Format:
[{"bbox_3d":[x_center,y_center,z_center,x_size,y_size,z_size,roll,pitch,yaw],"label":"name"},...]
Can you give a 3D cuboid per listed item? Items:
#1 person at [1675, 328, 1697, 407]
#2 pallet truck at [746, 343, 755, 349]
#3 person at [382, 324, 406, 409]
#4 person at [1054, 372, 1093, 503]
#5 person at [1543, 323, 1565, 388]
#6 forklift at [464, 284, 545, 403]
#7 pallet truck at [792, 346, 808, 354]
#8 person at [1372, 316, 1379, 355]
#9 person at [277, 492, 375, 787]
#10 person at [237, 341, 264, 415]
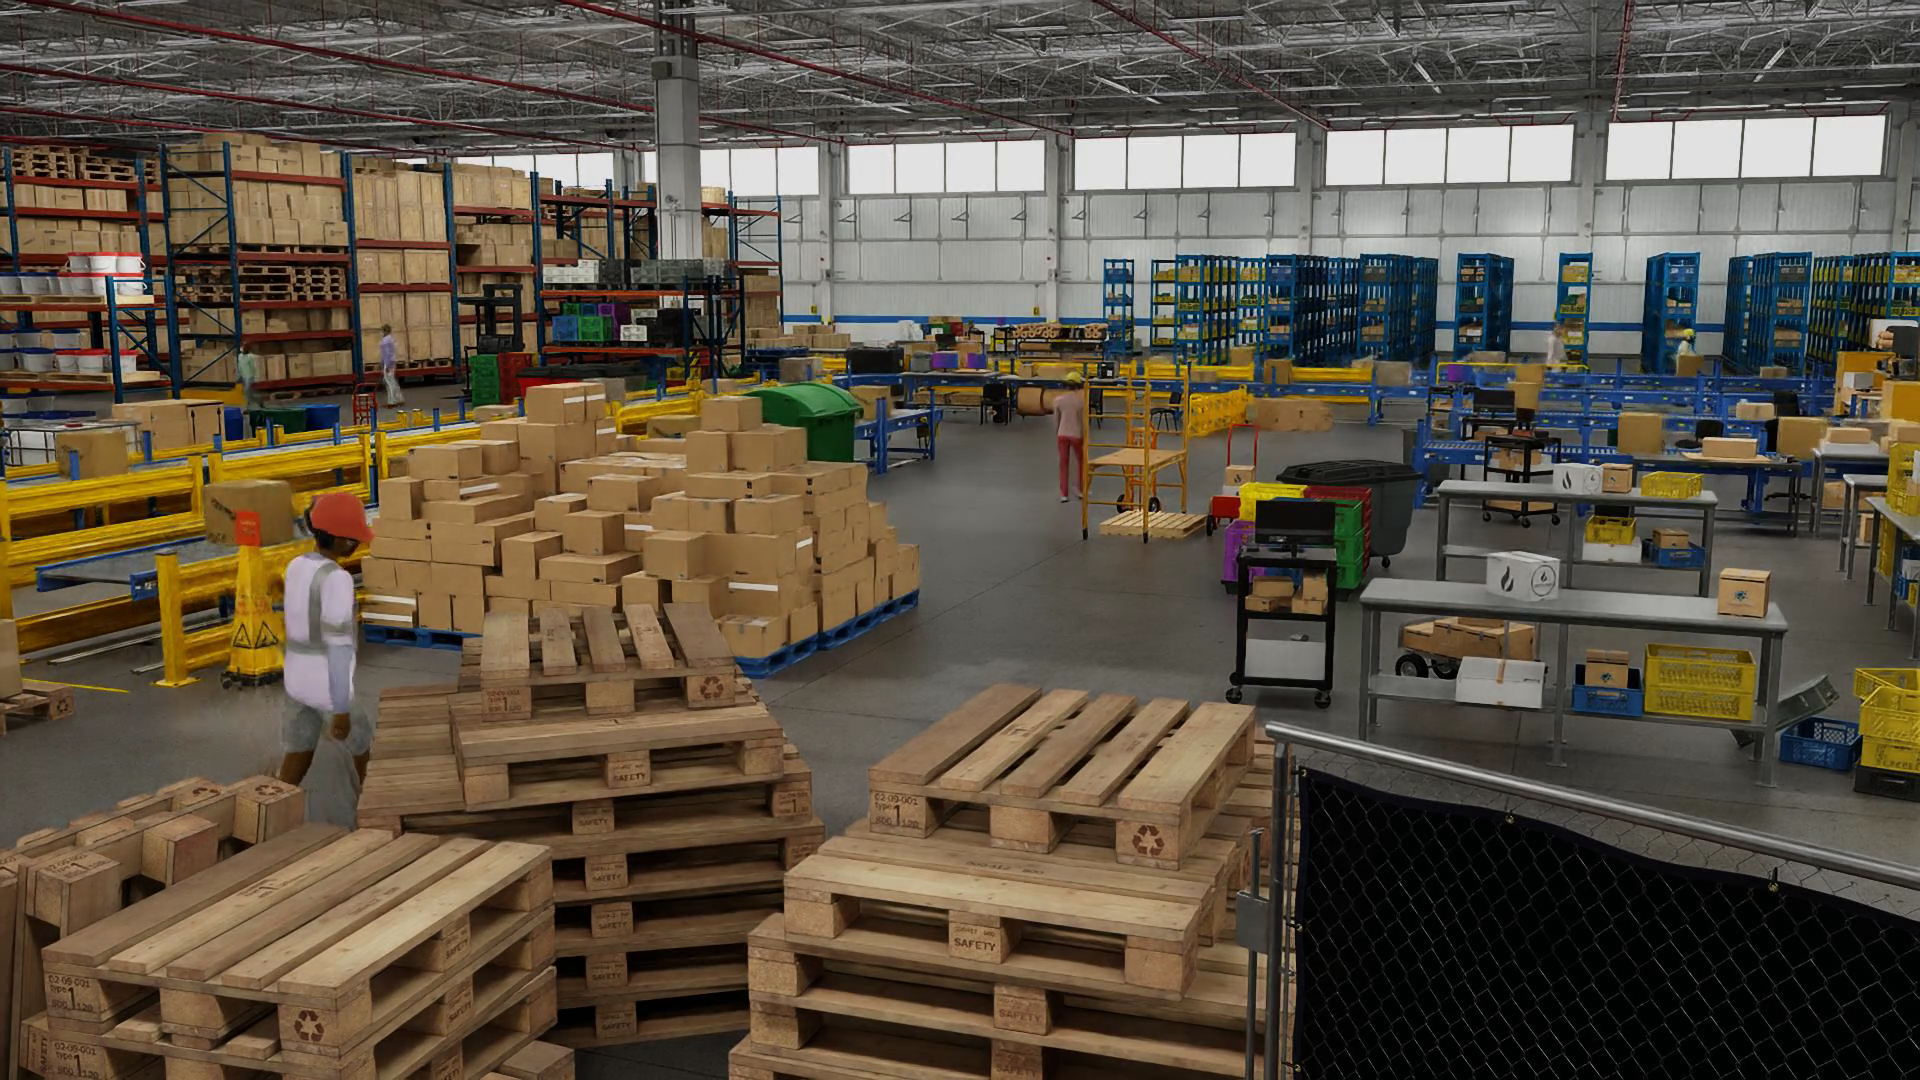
[{"bbox_3d":[16.704,-3.929,38.083,0.571,1.812,0.627,3,10,20],"label":"person"},{"bbox_3d":[-6.183,-4.618,44.264,1.601,1.201,0.680,-9,12,-43],"label":"pallet truck"},{"bbox_3d":[-12.984,-3.962,38.029,0.533,1.911,0.707,-2,9,-13],"label":"person"},{"bbox_3d":[1.531,-1.389,22.383,0.539,1.735,0.793,4,10,22],"label":"person"},{"bbox_3d":[14.451,-4.347,40.535,0.881,1.875,0.651,5,10,30],"label":"person"},{"bbox_3d":[-10.832,-4.702,39.610,1.129,2.768,1.873,3,10,20],"label":"forklift"},{"bbox_3d":[-3.705,-4.298,42.022,0.653,1.274,1.630,3,10,20],"label":"pallet truck"},{"bbox_3d":[13.109,-6.331,52.661,0.415,1.985,0.611,3,10,19],"label":"person"},{"bbox_3d":[-3.122,0.725,8.395,0.647,1.958,1.046,8,12,41],"label":"person"},{"bbox_3d":[-15.506,-3.546,36.324,0.503,1.613,0.624,6,11,33],"label":"person"}]
